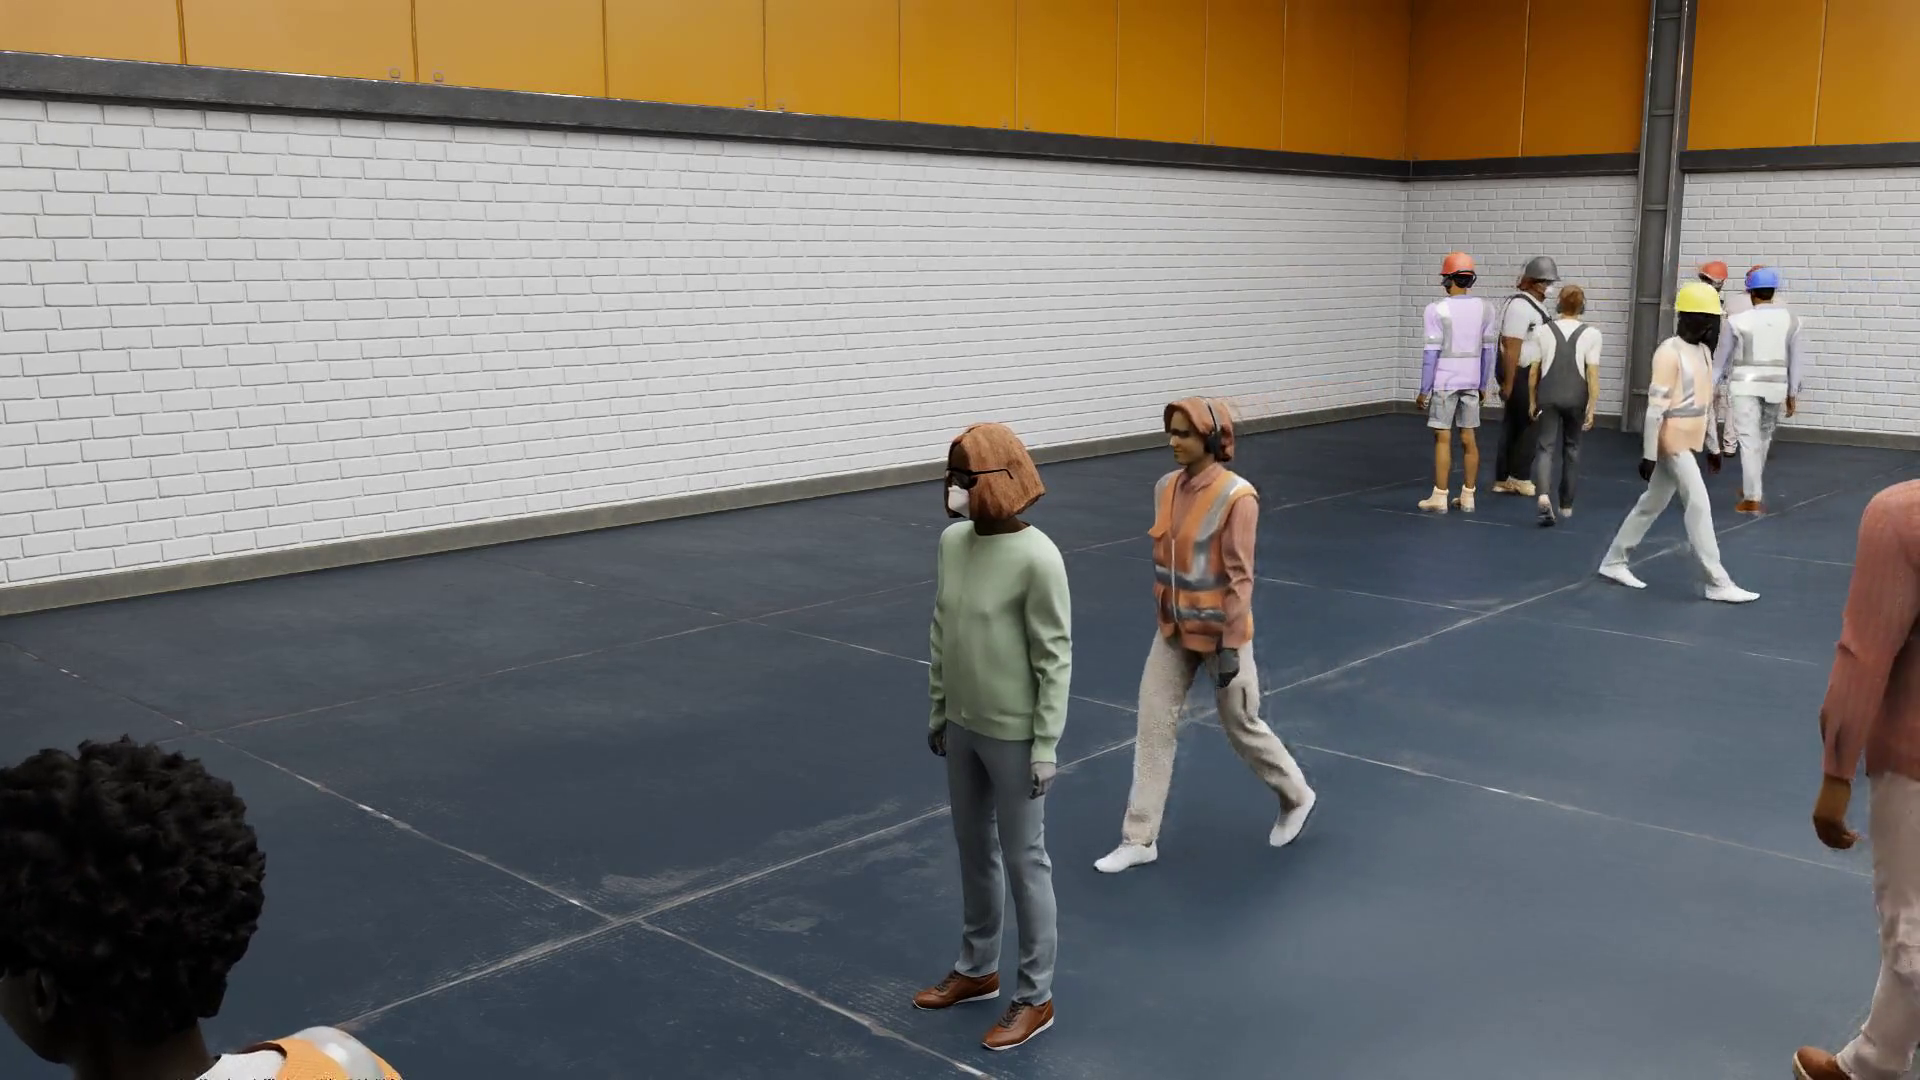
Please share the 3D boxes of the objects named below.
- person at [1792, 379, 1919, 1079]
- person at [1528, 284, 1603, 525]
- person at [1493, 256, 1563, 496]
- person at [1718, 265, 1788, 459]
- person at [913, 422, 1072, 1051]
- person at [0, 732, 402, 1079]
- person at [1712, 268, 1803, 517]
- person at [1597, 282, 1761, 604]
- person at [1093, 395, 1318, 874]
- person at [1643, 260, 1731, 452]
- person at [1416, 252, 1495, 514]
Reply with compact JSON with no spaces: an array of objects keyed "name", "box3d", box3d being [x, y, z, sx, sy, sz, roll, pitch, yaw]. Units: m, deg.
[{"name":"person","box3d":[2.193,0.481,3.580,0.623,1.963,0.920,-2,10,-11]},{"name":"person","box3d":[4.543,-1.019,12.557,0.512,1.818,0.856,4,11,20]},{"name":"person","box3d":[4.792,-1.387,13.980,0.561,2.000,0.695,4,11,23]},{"name":"person","box3d":[7.824,-1.749,16.418,0.638,1.911,0.406,8,13,37]},{"name":"person","box3d":[0.083,0.505,4.362,0.265,1.632,0.509,-7,12,-36]},{"name":"person","box3d":[-0.638,0.995,1.421,0.321,1.690,0.529,3,10,15]},{"name":"person","box3d":[6.224,-1.171,13.123,0.633,1.901,0.910,0,10,2]},{"name":"person","box3d":[4.297,-0.589,9.909,0.984,1.877,0.604,9,13,41]},{"name":"person","box3d":[0.863,0.301,5.606,0.845,1.601,0.516,-6,12,-31]},{"name":"person","box3d":[7.398,-1.841,16.806,0.960,1.959,0.649,-3,10,-17]},{"name":"person","box3d":[3.865,-1.225,13.048,0.604,2.044,0.375,-3,10,-16]}]
